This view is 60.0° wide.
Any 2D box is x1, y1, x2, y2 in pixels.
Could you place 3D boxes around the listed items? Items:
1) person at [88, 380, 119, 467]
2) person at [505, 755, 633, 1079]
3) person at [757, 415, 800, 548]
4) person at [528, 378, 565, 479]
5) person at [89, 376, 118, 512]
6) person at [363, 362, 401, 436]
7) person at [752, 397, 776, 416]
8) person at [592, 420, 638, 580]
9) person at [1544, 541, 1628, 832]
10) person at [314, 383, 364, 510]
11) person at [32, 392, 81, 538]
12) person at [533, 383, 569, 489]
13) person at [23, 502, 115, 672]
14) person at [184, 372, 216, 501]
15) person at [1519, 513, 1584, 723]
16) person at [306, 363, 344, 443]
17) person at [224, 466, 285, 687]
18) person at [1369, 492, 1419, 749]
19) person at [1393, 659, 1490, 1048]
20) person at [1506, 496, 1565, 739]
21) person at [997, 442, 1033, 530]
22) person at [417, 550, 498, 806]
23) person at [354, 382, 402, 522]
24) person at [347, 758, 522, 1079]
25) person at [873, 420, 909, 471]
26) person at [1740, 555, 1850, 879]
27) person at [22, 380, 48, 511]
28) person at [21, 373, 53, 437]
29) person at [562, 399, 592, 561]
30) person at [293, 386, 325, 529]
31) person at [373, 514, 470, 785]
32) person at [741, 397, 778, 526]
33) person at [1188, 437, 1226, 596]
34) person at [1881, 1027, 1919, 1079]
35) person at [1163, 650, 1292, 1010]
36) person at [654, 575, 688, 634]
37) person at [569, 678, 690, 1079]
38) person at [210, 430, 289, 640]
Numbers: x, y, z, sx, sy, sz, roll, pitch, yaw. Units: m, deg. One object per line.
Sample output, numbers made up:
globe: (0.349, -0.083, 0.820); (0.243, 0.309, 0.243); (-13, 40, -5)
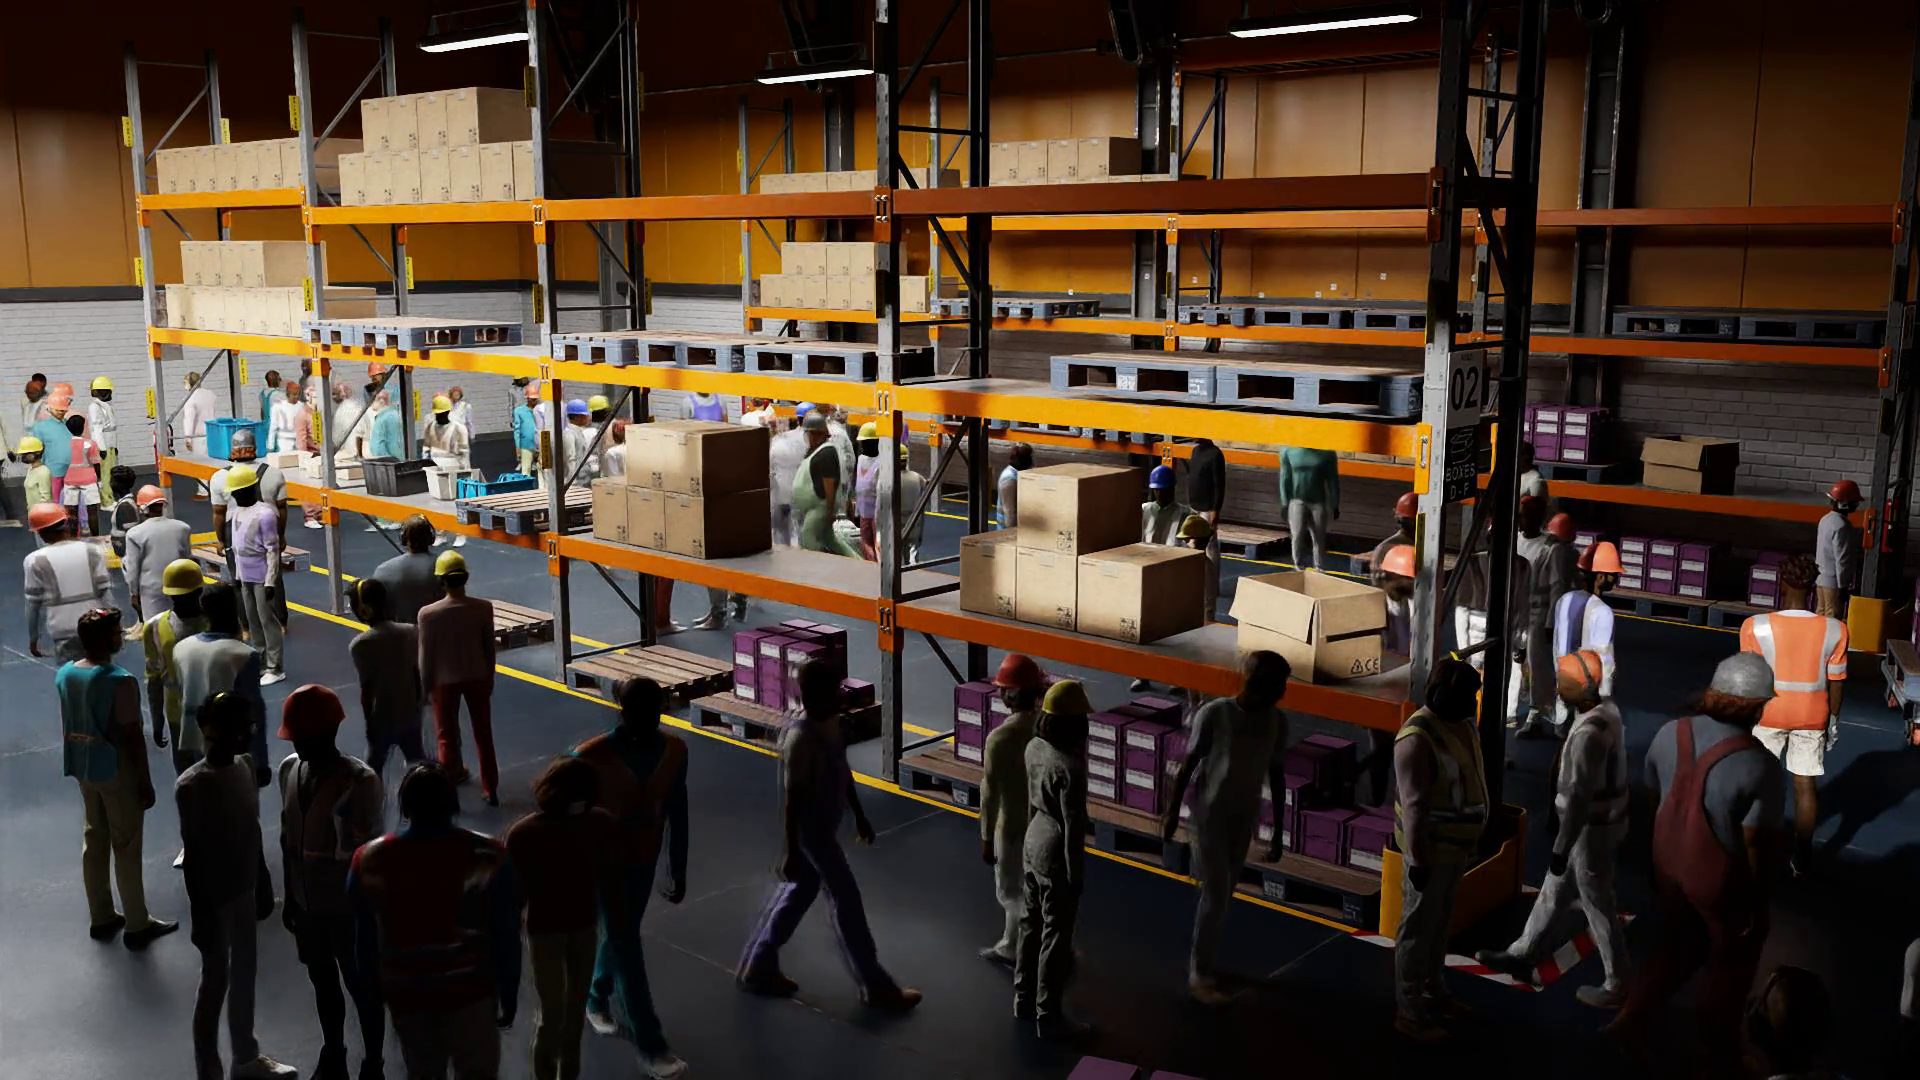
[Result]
person: (-13.231, -1.616, 25.693); (0.485, 1.737, 0.321); (10, 14, 43)
person: (-1.704, 1.710, 7.214); (0.507, 1.617, 0.402); (-9, 13, -41)
person: (-2.188, -0.473, 18.855); (0.891, 1.867, 0.655); (-2, 10, -9)
person: (-6.719, -1.954, 27.027); (0.627, 1.940, 0.372); (-8, 13, -39)
person: (-12.193, -1.372, 23.766); (0.363, 1.928, 0.587); (-2, 10, -12)
person: (-8.877, -1.737, 25.564); (0.604, 2.032, 0.420); (2, 10, 10)
person: (-2.881, -1.400, 24.469); (0.355, 1.736, 0.575); (-4, 11, -19)
person: (-3.795, -0.455, 18.869); (1.005, 1.832, 0.598); (8, 13, 37)
person: (3.985, 0.962, 10.546); (0.375, 1.935, 0.551); (-2, 10, -11)
person: (-8.763, -1.319, 23.711); (1.050, 1.844, 0.644); (-2, 10, -11)
person: (-11.117, -0.839, 20.594); (0.393, 1.985, 0.611); (6, 12, 32)
person: (-5.719, -1.293, 23.264); (0.388, 1.947, 0.610); (7, 12, 33)
person: (-6.597, 0.660, 12.368); (0.649, 1.888, 0.559); (9, 13, 40)
person: (-11.279, -1.540, 24.725); (0.378, 1.929, 0.641); (2, 10, 11)
person: (4.759, 0.578, 13.479); (0.567, 1.675, 0.966); (0, 10, -3)
person: (-10.612, -2.122, 27.688); (0.538, 2.000, 0.689); (6, 12, 32)
person: (-6.079, 0.305, 14.320); (0.585, 1.916, 0.387); (8, 13, 39)
person: (3.315, 0.620, 12.351); (0.620, 1.986, 0.408); (-6, 12, -30)
person: (2.304, 1.468, 7.968); (0.429, 1.840, 0.622); (7, 12, 36)
person: (4.363, 0.588, 12.815); (0.362, 1.883, 0.575); (-5, 11, -28)
person: (0.587, -0.069, 16.645); (0.429, 1.841, 0.632); (2, 10, 12)
person: (-3.366, 0.943, 11.169); (0.526, 1.758, 0.352); (-7, 12, -34)
person: (-7.901, -1.173, 22.610); (0.600, 1.944, 0.507); (-9, 13, -40)
person: (-2.017, 1.748, 6.443); (0.628, 1.823, 0.719); (-1, 10, -7)
person: (-0.869, -0.916, 21.206); (0.546, 1.927, 0.391); (-6, 12, -32)
person: (4.940, 1.055, 9.937); (0.607, 1.966, 0.367); (2, 10, 13)
person: (-13.269, -1.360, 23.866); (0.610, 1.867, 0.447); (6, 12, 30)
person: (-13.601, -1.534, 24.750); (0.584, 1.911, 0.391); (-3, 10, -17)
person: (-4.631, -0.732, 20.098); (0.409, 1.943, 0.615); (-1, 10, -5)
person: (-8.640, -1.114, 22.367); (0.401, 1.907, 0.648); (2, 10, 13)
person: (-3.729, 0.775, 11.598); (0.627, 1.940, 0.370); (-2, 10, -10)
person: (-2.692, -1.082, 22.403); (0.564, 1.836, 0.388); (5, 11, 28)
person: (2.619, -0.375, 17.948); (0.400, 1.989, 0.623); (-4, 11, -20)
person: (2.637, 2.134, 4.720); (0.537, 1.656, 0.888); (1, 10, 6)
person: (1.364, 1.428, 8.317); (0.598, 1.790, 0.647); (-4, 11, -21)
person: (-2.908, -0.027, 16.230); (0.402, 1.909, 0.599); (-7, 12, -33)
person: (-1.540, 1.515, 7.693); (0.645, 1.840, 1.020); (-9, 13, -42)
person: (-6.848, -0.061, 16.036); (0.681, 2.000, 0.536); (-6, 12, -32)
